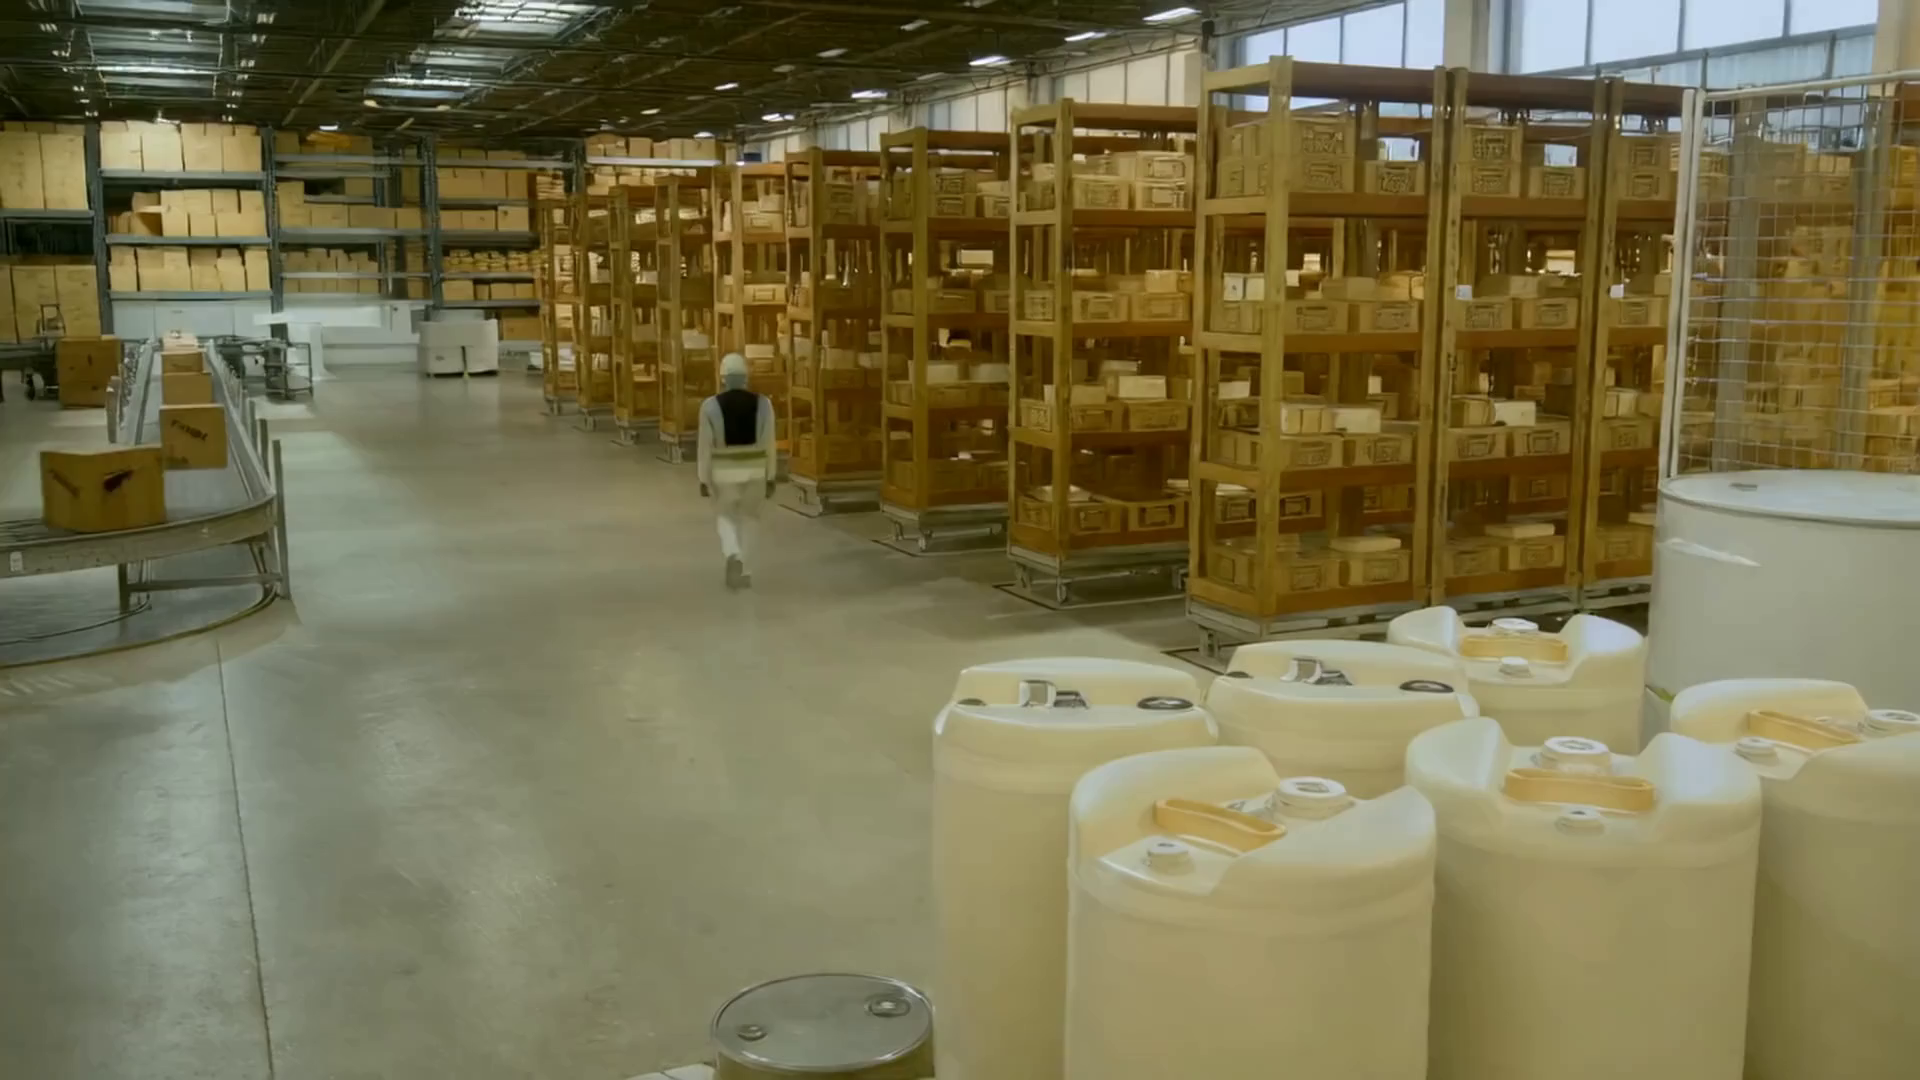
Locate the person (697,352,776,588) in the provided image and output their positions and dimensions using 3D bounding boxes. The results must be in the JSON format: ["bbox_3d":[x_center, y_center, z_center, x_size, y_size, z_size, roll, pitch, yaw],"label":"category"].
[{"bbox_3d":[-1.672,-0.504,12.543,0.601,1.812,0.634,-3,10,-16],"label":"person"}]

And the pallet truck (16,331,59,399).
[{"bbox_3d":[-17.082,-3.353,31.781,1.630,1.274,0.653,-4,10,-25],"label":"pallet truck"}]

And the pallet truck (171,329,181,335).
[{"bbox_3d":[-17.275,-3.851,35.096,1.601,1.201,0.680,0,9,1],"label":"pallet truck"}]

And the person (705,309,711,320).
[{"bbox_3d":[-5.804,-4.721,38.372,0.639,1.905,0.937,1,9,7],"label":"person"}]
